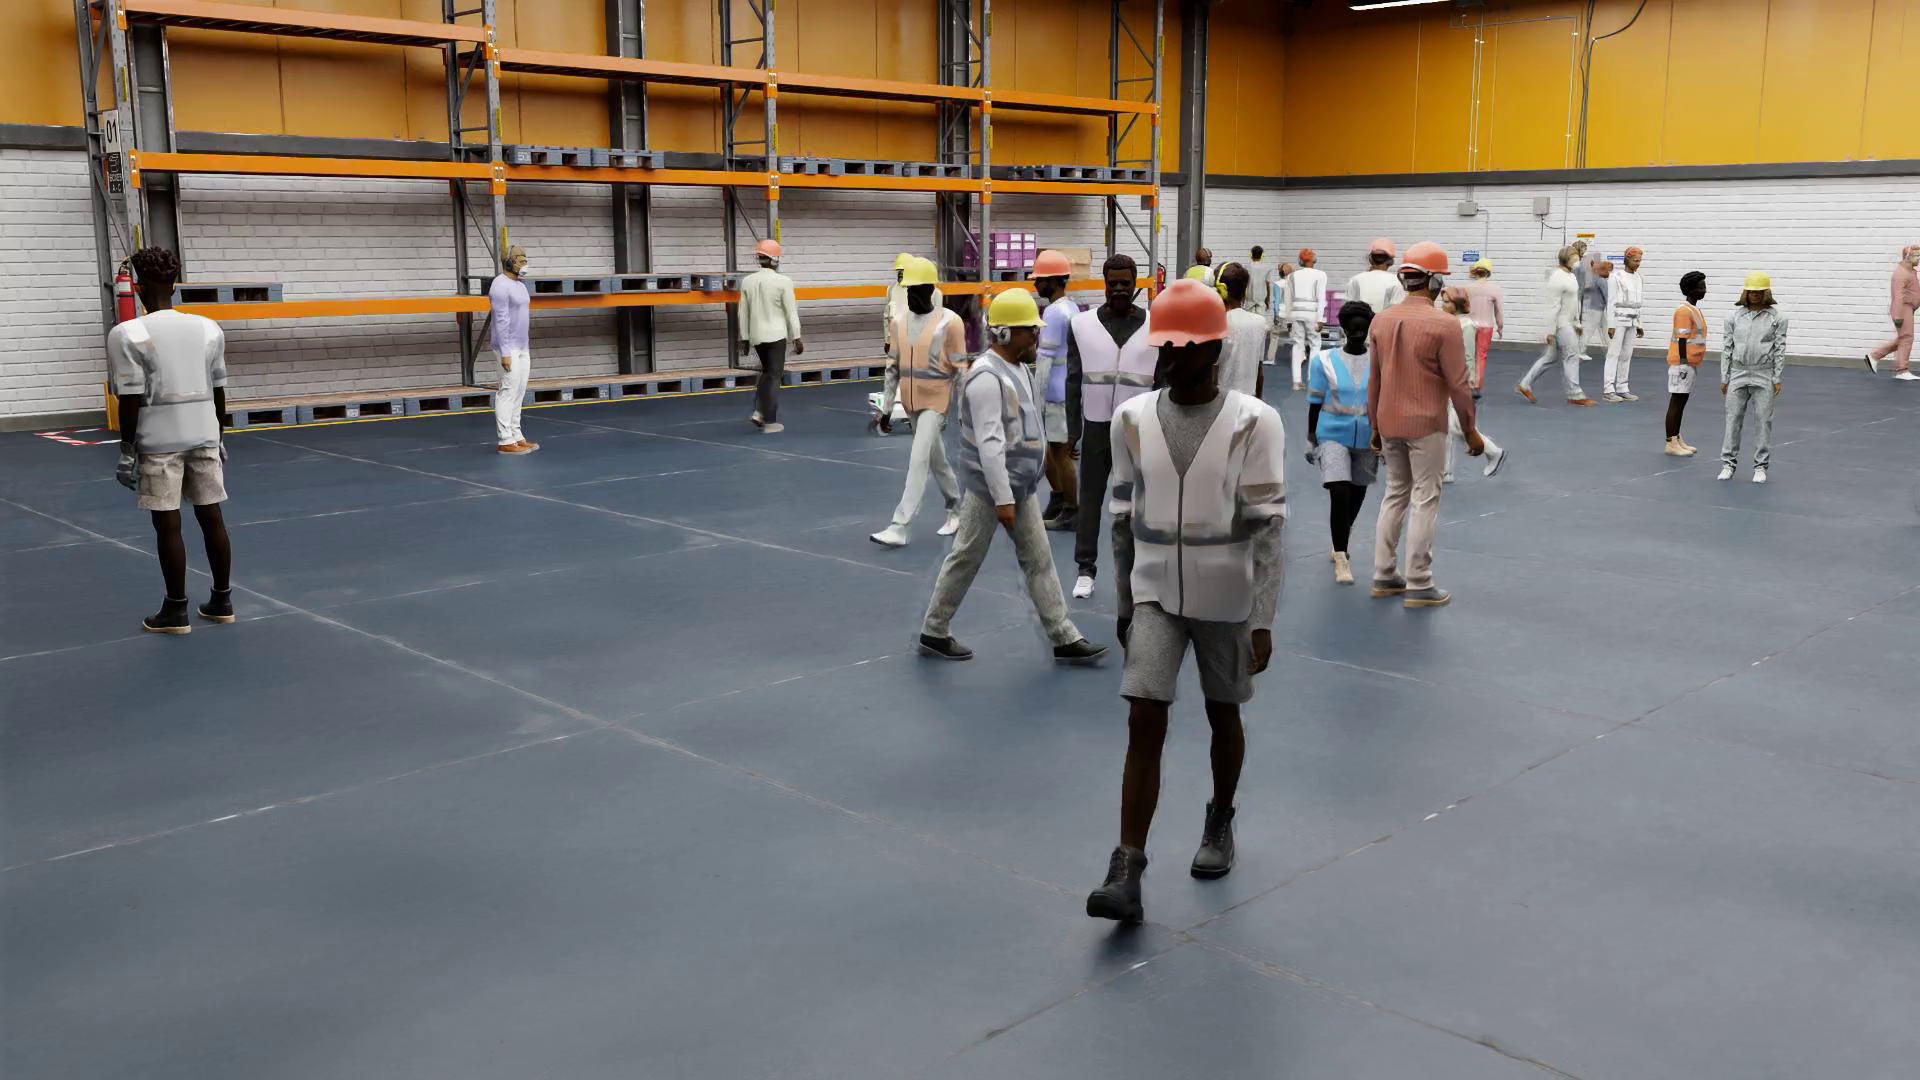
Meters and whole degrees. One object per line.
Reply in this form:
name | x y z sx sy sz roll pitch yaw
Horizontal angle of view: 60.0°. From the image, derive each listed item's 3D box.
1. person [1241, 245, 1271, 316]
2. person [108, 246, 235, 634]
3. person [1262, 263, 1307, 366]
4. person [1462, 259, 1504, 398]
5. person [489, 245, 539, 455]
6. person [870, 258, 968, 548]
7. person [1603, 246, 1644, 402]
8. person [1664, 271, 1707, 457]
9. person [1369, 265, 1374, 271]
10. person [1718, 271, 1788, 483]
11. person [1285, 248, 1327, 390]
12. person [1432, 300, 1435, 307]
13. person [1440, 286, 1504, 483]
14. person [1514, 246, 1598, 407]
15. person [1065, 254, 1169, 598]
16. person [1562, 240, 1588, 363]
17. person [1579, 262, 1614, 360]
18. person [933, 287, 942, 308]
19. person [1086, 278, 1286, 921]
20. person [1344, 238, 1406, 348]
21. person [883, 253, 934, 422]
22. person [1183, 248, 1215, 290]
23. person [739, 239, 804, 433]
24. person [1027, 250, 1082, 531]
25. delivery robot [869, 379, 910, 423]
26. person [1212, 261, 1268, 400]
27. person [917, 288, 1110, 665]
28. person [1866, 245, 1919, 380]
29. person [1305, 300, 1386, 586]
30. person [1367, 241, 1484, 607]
person | 4.987 -4.043 28.110 0.538 1.852 0.480 0 10 0
person | -4.015 -0.503 8.486 0.374 1.966 0.608 7 12 33
person | 5.053 -3.476 25.695 0.525 1.601 0.844 -6 12 -31
person | 6.550 -2.663 20.932 0.558 1.719 0.886 5 11 24
person | -4.151 -1.754 15.431 0.368 1.932 0.622 1 10 7
person | -0.245 -0.908 10.944 0.610 1.876 1.013 9 14 41
person | 8.114 -2.627 20.287 0.573 1.887 0.354 -6 12 -29
person | 6.691 -1.621 15.320 0.320 1.697 0.531 6 12 32
person | 6.985 -3.850 27.773 0.859 1.584 0.517 5 12 27
person | 6.499 -1.335 13.663 0.480 1.733 0.336 6 12 30
person | 4.516 -2.894 21.839 0.595 1.845 0.584 7 12 32
person | 6.249 -3.011 22.430 0.328 1.872 0.514 -5 11 -23
person | 4.093 -1.247 13.493 0.583 1.626 0.525 -2 11 -10
person | 7.121 -2.547 19.811 0.975 1.908 0.628 6 12 29
person | 0.880 -0.631 9.322 0.590 1.918 0.399 0 10 2
person | 9.779 -3.784 26.458 0.373 1.940 0.630 4 11 21
person | 10.458 -3.707 26.973 0.836 1.586 0.518 2 11 13
person | -0.403 -2.871 22.382 0.503 1.608 0.720 10 14 44
person | 0.672 0.182 4.951 0.566 1.884 0.979 4 11 23
person | 4.105 -2.016 16.671 0.664 2.004 0.982 7 12 33
person | -0.572 -2.181 18.006 0.600 1.829 0.404 5 12 27
person | 3.389 -3.133 23.168 0.429 1.846 0.625 -8 13 -38
person | -1.930 -2.090 17.113 0.622 1.977 0.448 7 12 32
person | 0.634 -1.006 11.379 0.527 1.919 0.556 2 11 11
delivery robot | -0.561 -1.398 16.966 0.707 0.478 0.477 -4 11 -21
person | 1.621 -0.737 10.041 0.509 1.868 0.328 -8 13 -36
person | 0.209 -0.280 7.796 0.946 1.781 0.614 4 11 23
person | 13.225 -3.201 23.415 0.643 1.884 0.654 7 12 33
person | 2.325 -0.612 9.954 0.533 1.658 0.860 0 10 0
person | 2.505 -0.619 9.070 0.445 1.990 0.633 -6 12 -30
